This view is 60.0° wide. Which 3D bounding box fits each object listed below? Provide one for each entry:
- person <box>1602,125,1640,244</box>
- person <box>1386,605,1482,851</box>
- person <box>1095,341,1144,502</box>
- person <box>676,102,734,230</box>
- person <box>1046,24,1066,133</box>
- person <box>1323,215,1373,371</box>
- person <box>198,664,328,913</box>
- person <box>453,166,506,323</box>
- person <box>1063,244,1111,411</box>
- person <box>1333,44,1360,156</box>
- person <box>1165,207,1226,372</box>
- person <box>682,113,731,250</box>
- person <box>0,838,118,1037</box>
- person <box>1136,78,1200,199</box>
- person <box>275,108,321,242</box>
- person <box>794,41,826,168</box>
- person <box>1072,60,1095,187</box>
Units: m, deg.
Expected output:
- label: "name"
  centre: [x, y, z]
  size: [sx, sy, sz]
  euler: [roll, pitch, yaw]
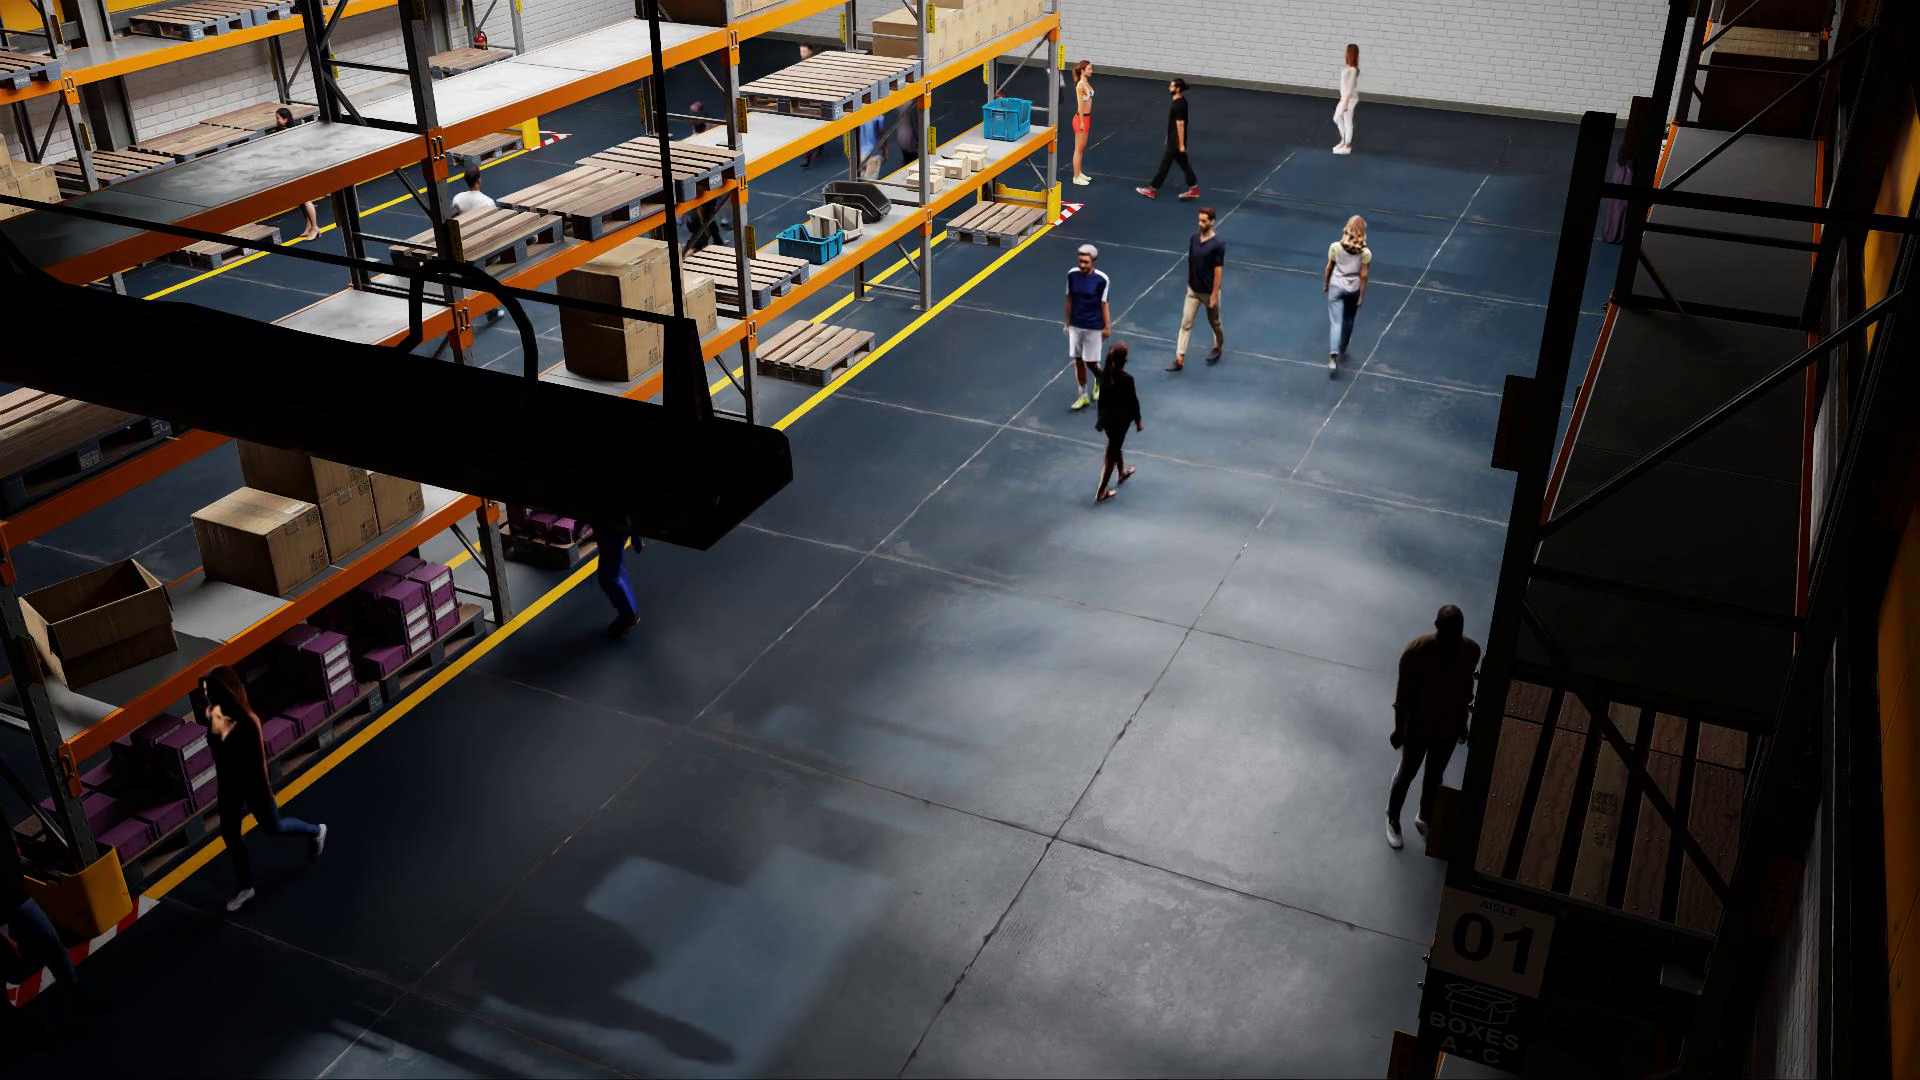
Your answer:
- label: "person"
  centre: [8.855, -4.777, 22.145]
  size: [0.731, 1.613, 0.619]
  euler: [4, 29, 7]
- label: "person"
  centre: [3.104, 1.207, 10.955]
  size: [0.802, 1.825, 0.801]
  euler: [-5, 29, -9]
- label: "person"
  centre: [1.396, -1.079, 15.456]
  size: [0.966, 1.527, 0.731]
  euler: [-24, 37, -37]
- label: "person"
  centre: [-3.355, -5.026, 22.479]
  size: [1.195, 1.731, 1.027]
  euler: [-14, 32, -24]
- label: "person"
  centre: [1.461, -7.474, 26.934]
  size: [0.763, 1.763, 0.674]
  euler: [-5, 29, -8]
- label: "person"
  centre: [4.191, -2.667, 18.205]
  size: [0.742, 1.682, 1.168]
  euler: [9, 30, 16]
- label: "person"
  centre: [-4.467, 1.500, 10.549]
  size: [0.576, 1.699, 1.012]
  euler: [12, 31, 21]
- label: "person"
  centre: [-5.631, -3.406, 19.389]
  size: [0.757, 1.845, 0.791]
  euler: [5, 29, 10]
- label: "person"
  centre: [1.358, -2.243, 17.288]
  size: [0.705, 1.815, 0.753]
  euler: [16, 33, 27]
- label: "person"
  centre: [6.120, -6.834, 25.826]
  size: [0.748, 1.700, 0.615]
  euler: [2, 29, 4]
- label: "person"
  centre: [2.729, -2.743, 18.214]
  size: [0.912, 1.808, 1.236]
  euler: [25, 37, 37]
- label: "person"
  centre: [-3.368, -4.531, 21.504]
  size: [0.860, 1.796, 1.208]
  euler: [21, 35, 34]
- label: "person"
  centre: [-5.508, 2.137, 9.397]
  size: [0.811, 1.683, 0.895]
  euler: [3, 29, 5]
- label: "person"
  centre: [3.173, -5.664, 23.674]
  size: [0.947, 1.707, 1.158]
  euler: [3, 29, 6]
- label: "person"
  centre: [-8.847, -4.880, 22.172]
  size: [0.796, 1.769, 0.774]
  euler: [-19, 34, -31]
- label: "person"
  centre: [-2.261, -6.681, 25.421]
  size: [0.694, 1.818, 1.197]
  euler: [13, 31, 22]
- label: "person"
  centre: [1.793, -6.157, 24.490]
  size: [0.665, 1.791, 0.551]
  euler: [7, 29, 13]
